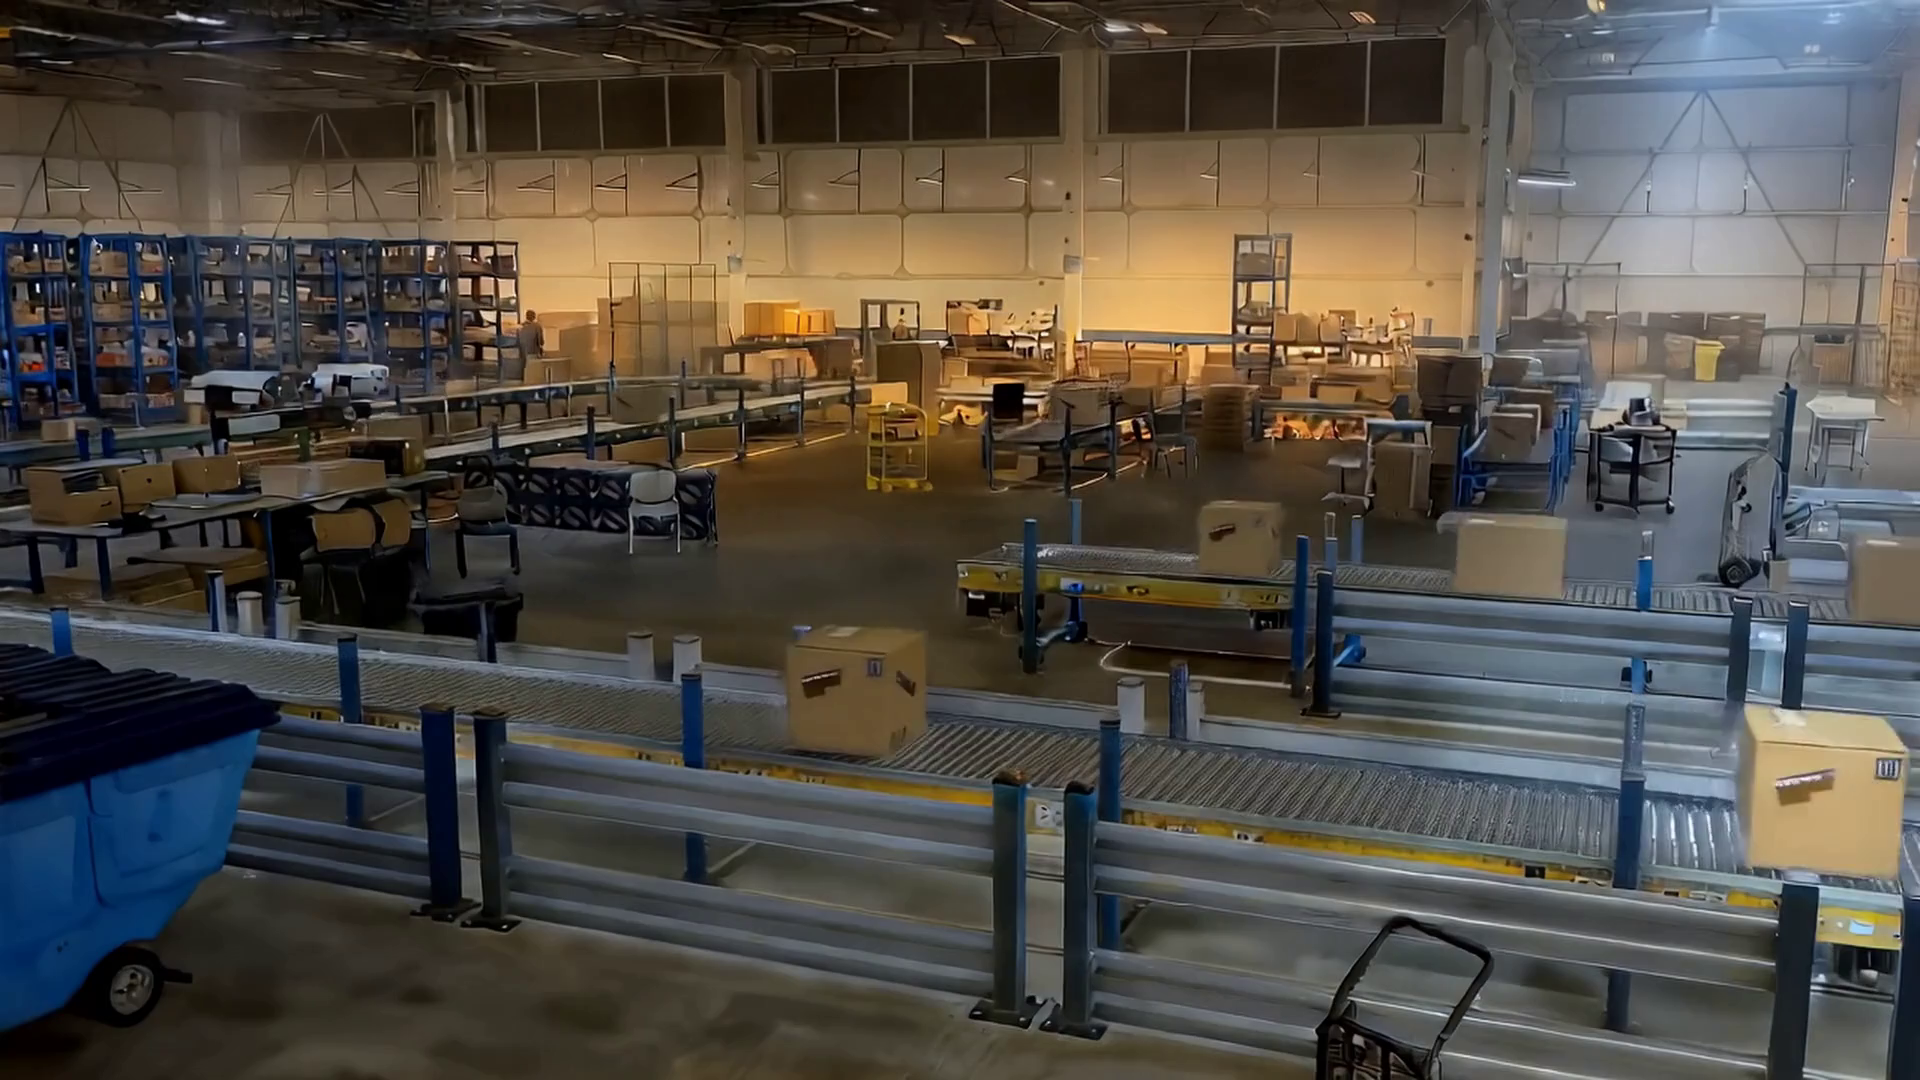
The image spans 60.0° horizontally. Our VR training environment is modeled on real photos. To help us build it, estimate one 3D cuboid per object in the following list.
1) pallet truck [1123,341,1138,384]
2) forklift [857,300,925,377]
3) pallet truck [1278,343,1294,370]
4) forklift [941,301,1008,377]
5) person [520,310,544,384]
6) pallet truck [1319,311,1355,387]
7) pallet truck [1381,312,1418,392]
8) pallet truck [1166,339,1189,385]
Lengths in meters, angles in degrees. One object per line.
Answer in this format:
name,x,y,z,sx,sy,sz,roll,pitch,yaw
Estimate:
pallet truck,4.445,-4.380,41.279,0.680,1.201,1.601,4,10,22
forklift,-1.732,-5.109,42.468,1.157,1.987,2.680,4,10,22
pallet truck,7.886,-4.163,39.743,0.653,1.274,1.630,4,10,22
forklift,0.365,-4.966,41.571,1.157,1.987,2.680,3,10,20
person,-10.245,-4.516,39.836,0.651,1.973,0.525,-7,12,-37
pallet truck,9.071,-4.419,39.190,0.823,1.965,1.885,5,10,26
pallet truck,10.207,-4.283,38.369,0.823,1.965,1.885,3,10,20
pallet truck,5.418,-4.269,40.420,0.704,1.261,1.522,3,10,20
